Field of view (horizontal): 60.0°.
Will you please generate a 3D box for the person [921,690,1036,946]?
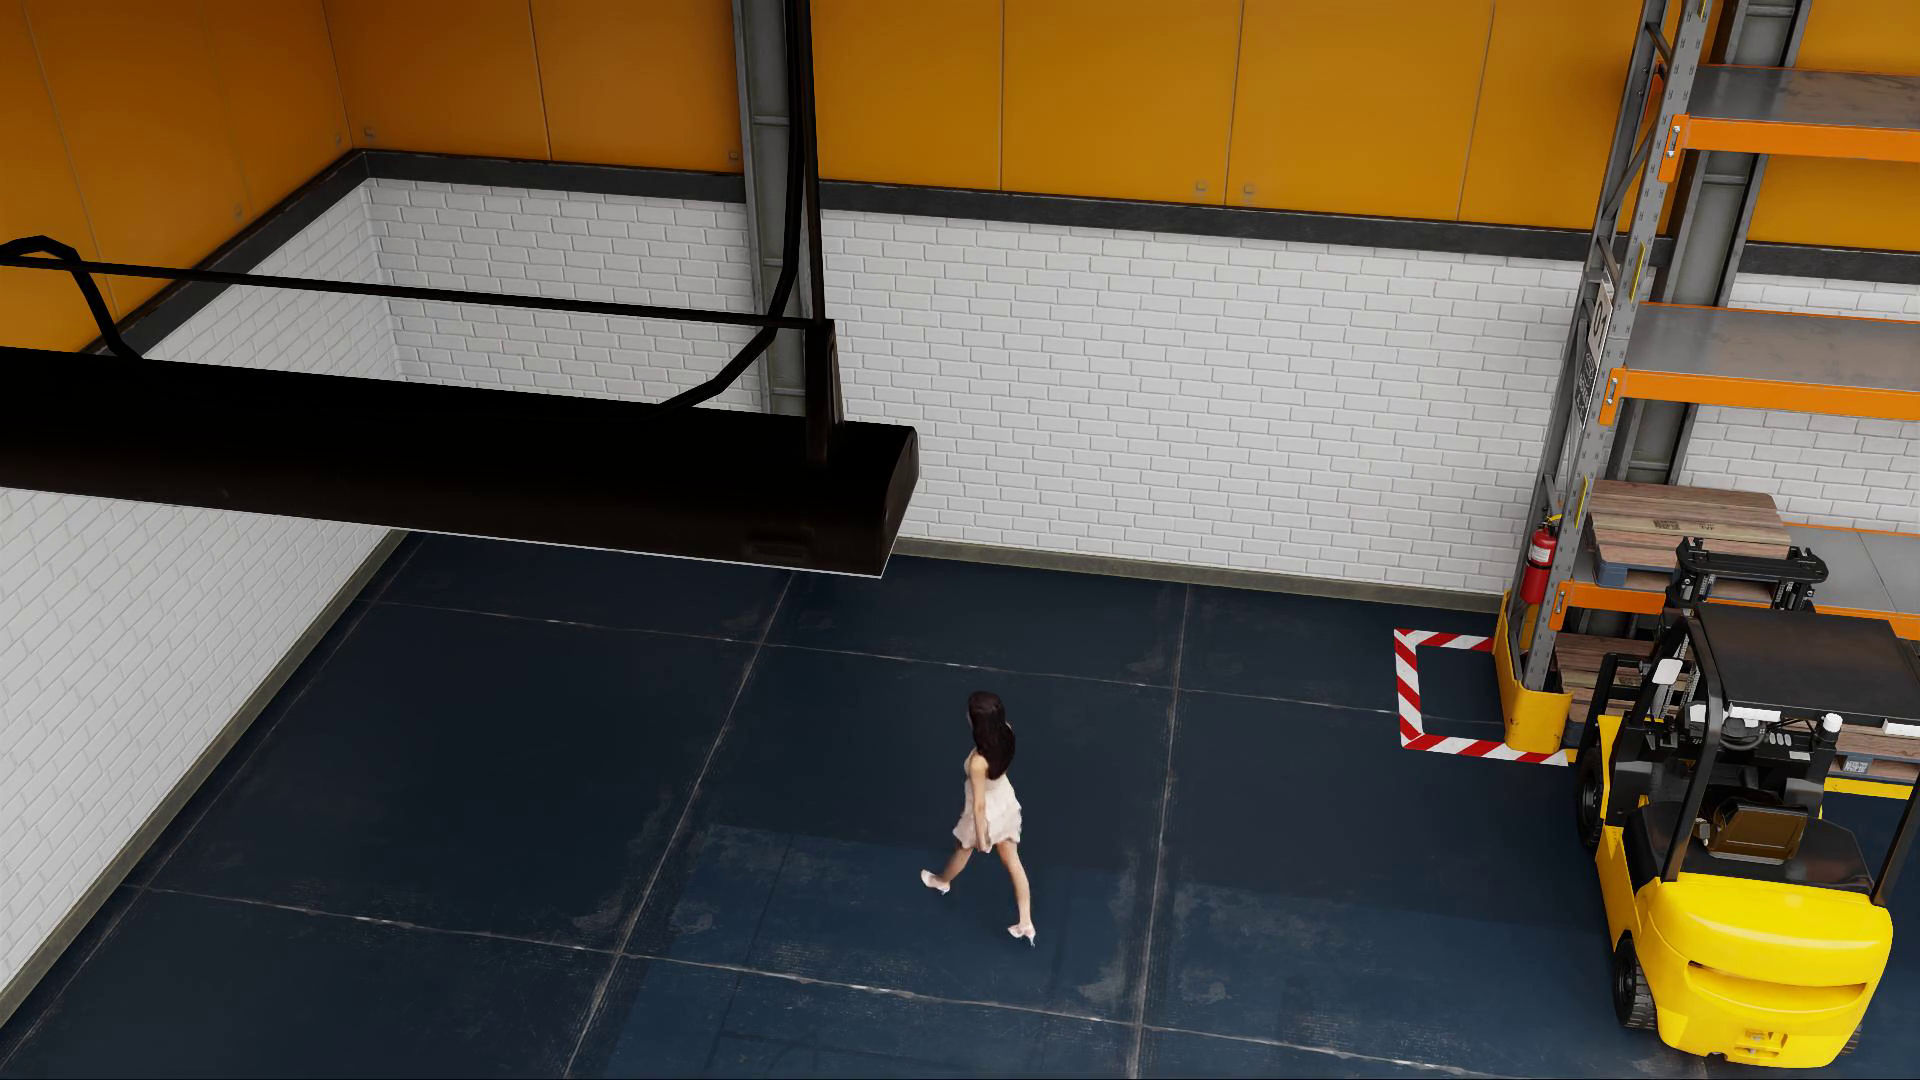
[{"bbox_3d":[0.253,1.588,9.256,1.125,1.693,0.903,24,40,31],"label":"person"}]
